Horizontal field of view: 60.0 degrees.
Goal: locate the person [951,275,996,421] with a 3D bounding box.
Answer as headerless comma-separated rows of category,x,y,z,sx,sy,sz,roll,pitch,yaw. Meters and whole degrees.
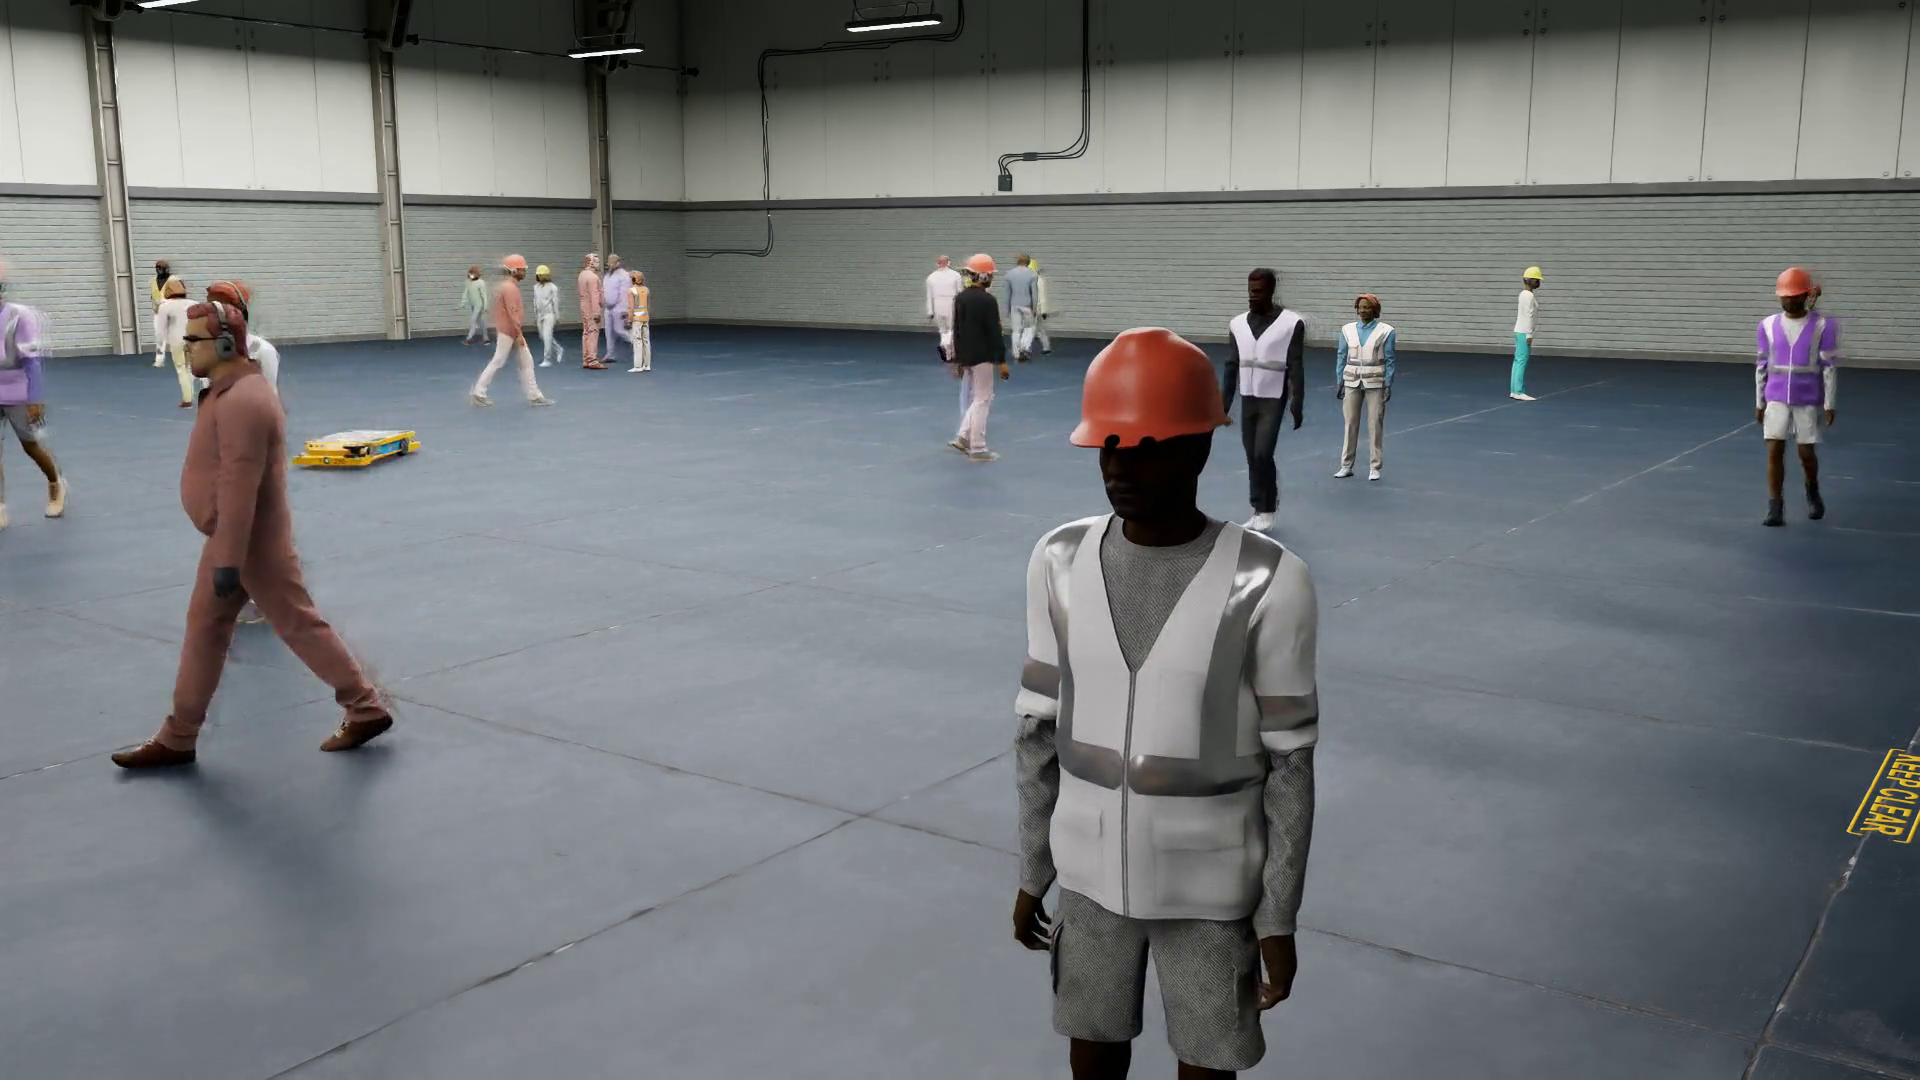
person,0.137,-2.119,18.651,0.560,1.750,0.535,-5,11,-24

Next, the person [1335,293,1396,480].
person,3.567,-1.348,14.666,0.522,1.640,0.306,6,12,30

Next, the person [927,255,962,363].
person,-0.272,-3.973,28.724,0.687,1.873,0.729,5,11,25

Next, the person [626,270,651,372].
person,-5.188,-3.524,26.852,0.307,1.641,0.511,5,11,26

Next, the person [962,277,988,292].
person,0.275,-3.936,28.672,0.516,1.816,0.928,3,11,15

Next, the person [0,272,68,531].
person,-6.966,-1.080,12.197,0.625,1.999,1.034,0,10,0

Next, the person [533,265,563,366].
person,-7.005,-3.828,28.342,0.488,1.724,0.678,5,11,26

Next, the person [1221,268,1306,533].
person,2.137,-0.988,11.919,0.615,1.897,0.535,9,14,42

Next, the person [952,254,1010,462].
person,0.206,-1.715,15.787,0.447,1.979,0.618,-5,11,-27

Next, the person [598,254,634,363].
person,-5.943,-4.024,28.940,0.678,1.892,0.610,9,13,40

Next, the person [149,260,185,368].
person,-13.392,-3.836,28.187,0.628,1.800,0.961,1,10,4

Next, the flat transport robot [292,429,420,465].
flat transport robot,-5.777,-0.898,15.977,0.652,0.197,1.431,1,10,4

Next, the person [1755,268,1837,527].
person,6.192,-1.055,12.315,0.575,1.905,0.727,8,13,39

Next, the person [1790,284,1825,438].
person,9.035,-1.918,17.856,0.522,1.638,0.310,-3,11,-17

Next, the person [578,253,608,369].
person,-6.068,-3.777,27.524,0.401,1.907,0.648,-5,11,-28

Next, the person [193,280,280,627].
person,-3.919,-0.450,8.960,0.616,1.874,0.497,6,12,29

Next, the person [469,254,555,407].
person,-5.762,-2.651,21.130,1.031,1.948,0.591,-1,10,-4

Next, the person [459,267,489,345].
person,-9.920,-4.748,33.816,0.527,1.591,0.841,8,13,38

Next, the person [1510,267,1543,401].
person,7.528,-2.735,22.084,0.329,1.765,0.526,2,10,9

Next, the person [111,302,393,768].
person,-2.819,-0.012,6.615,1.046,1.859,0.653,-6,12,-28

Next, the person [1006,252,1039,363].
person,1.086,-4.049,29.004,0.642,1.920,0.481,4,11,23

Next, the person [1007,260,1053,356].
person,1.309,-4.239,30.473,0.979,1.770,0.584,-4,11,-23

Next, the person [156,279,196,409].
person,-9.896,-2.475,21.000,0.599,1.614,0.530,8,13,37

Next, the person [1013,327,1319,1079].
person,0.334,0.597,2.937,0.551,1.935,0.375,5,11,28
